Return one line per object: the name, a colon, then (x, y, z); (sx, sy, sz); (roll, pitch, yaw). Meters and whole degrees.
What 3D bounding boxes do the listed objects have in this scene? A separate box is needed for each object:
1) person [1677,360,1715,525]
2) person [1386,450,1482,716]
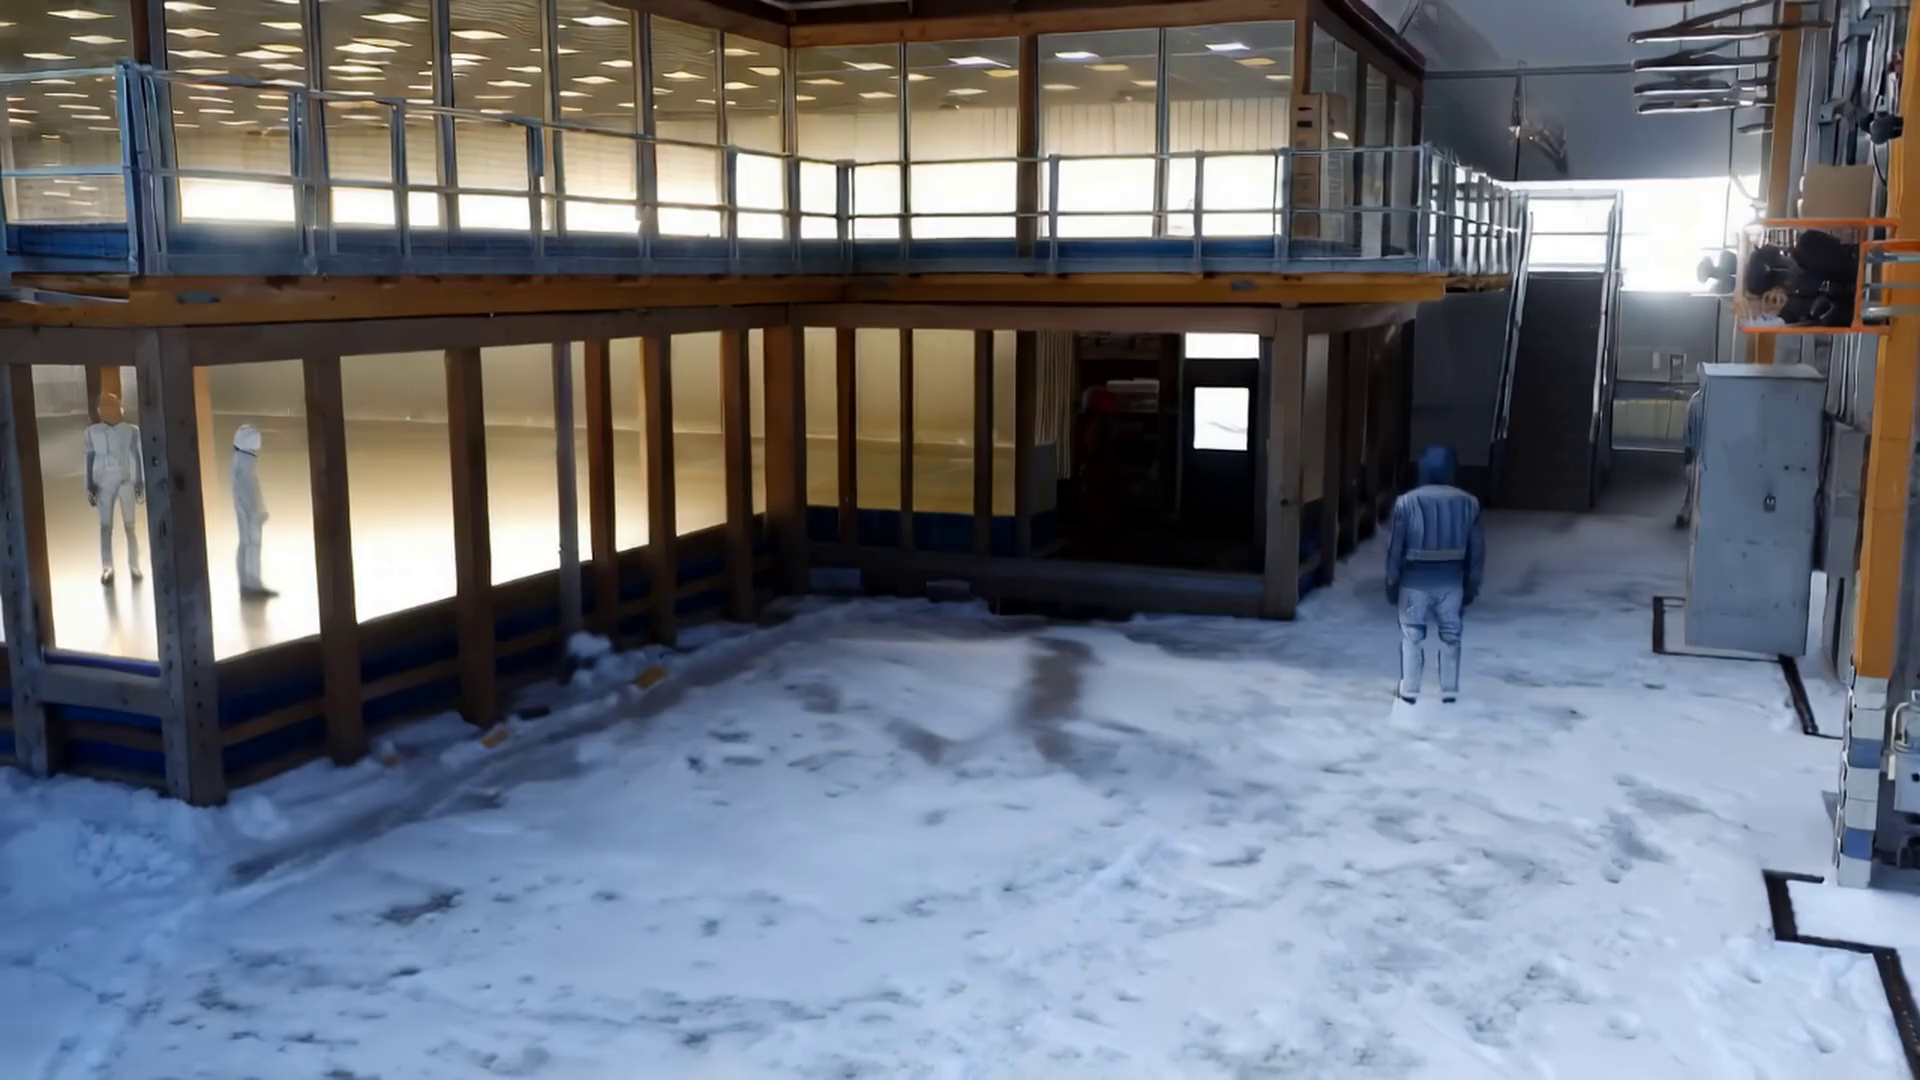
person: (8.939, -1.166, 19.987); (0.612, 1.995, 0.382); (-5, 10, -28)
person: (3.236, 0.296, 11.440); (0.636, 1.842, 0.429); (0, 9, -3)
